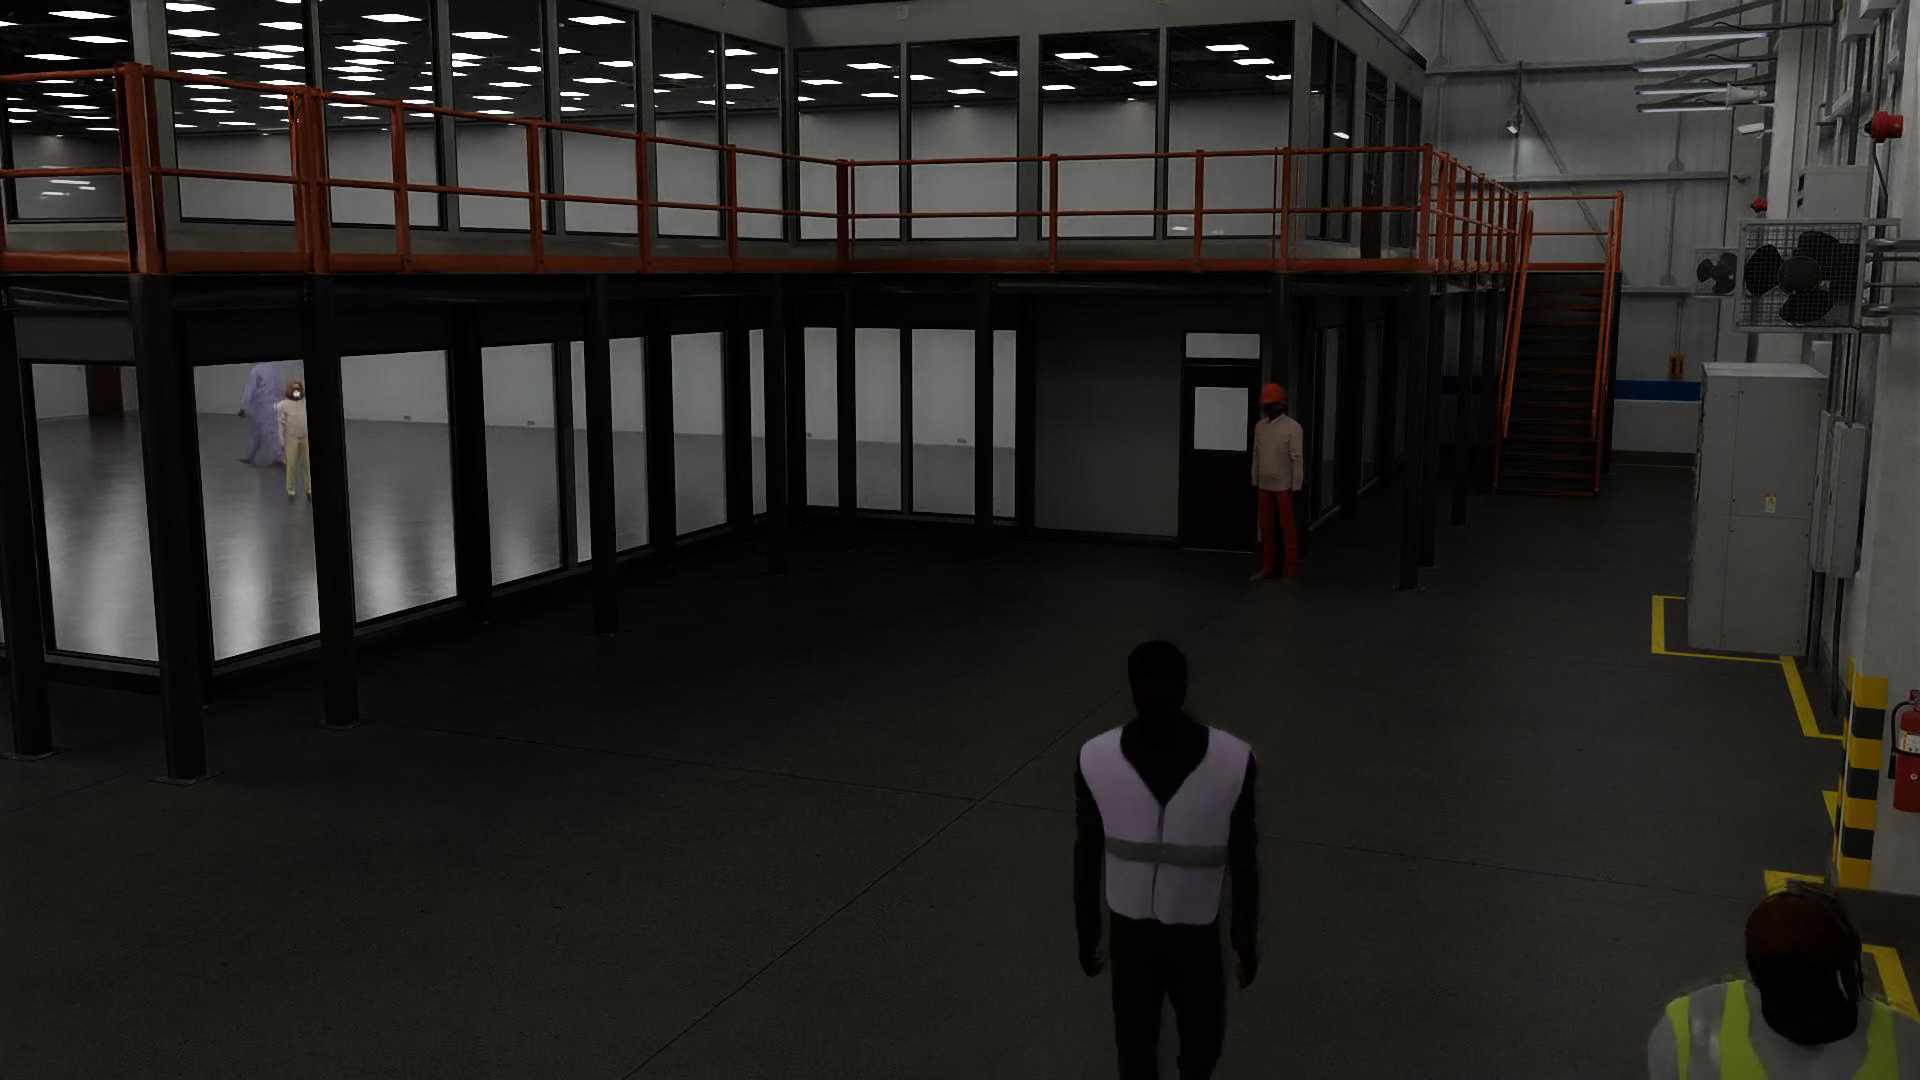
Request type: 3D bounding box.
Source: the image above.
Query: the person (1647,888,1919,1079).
[{"bbox_3d":[1.796,1.592,3.613,0.637,1.799,0.914,5,10,26],"label":"person"}]

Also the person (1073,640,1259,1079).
[{"bbox_3d":[0.676,1.231,5.479,0.617,1.900,0.600,2,9,10],"label":"person"}]

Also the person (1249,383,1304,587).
[{"bbox_3d":[3.062,-0.538,16.157,0.414,1.984,0.620,-6,11,-34],"label":"person"}]
